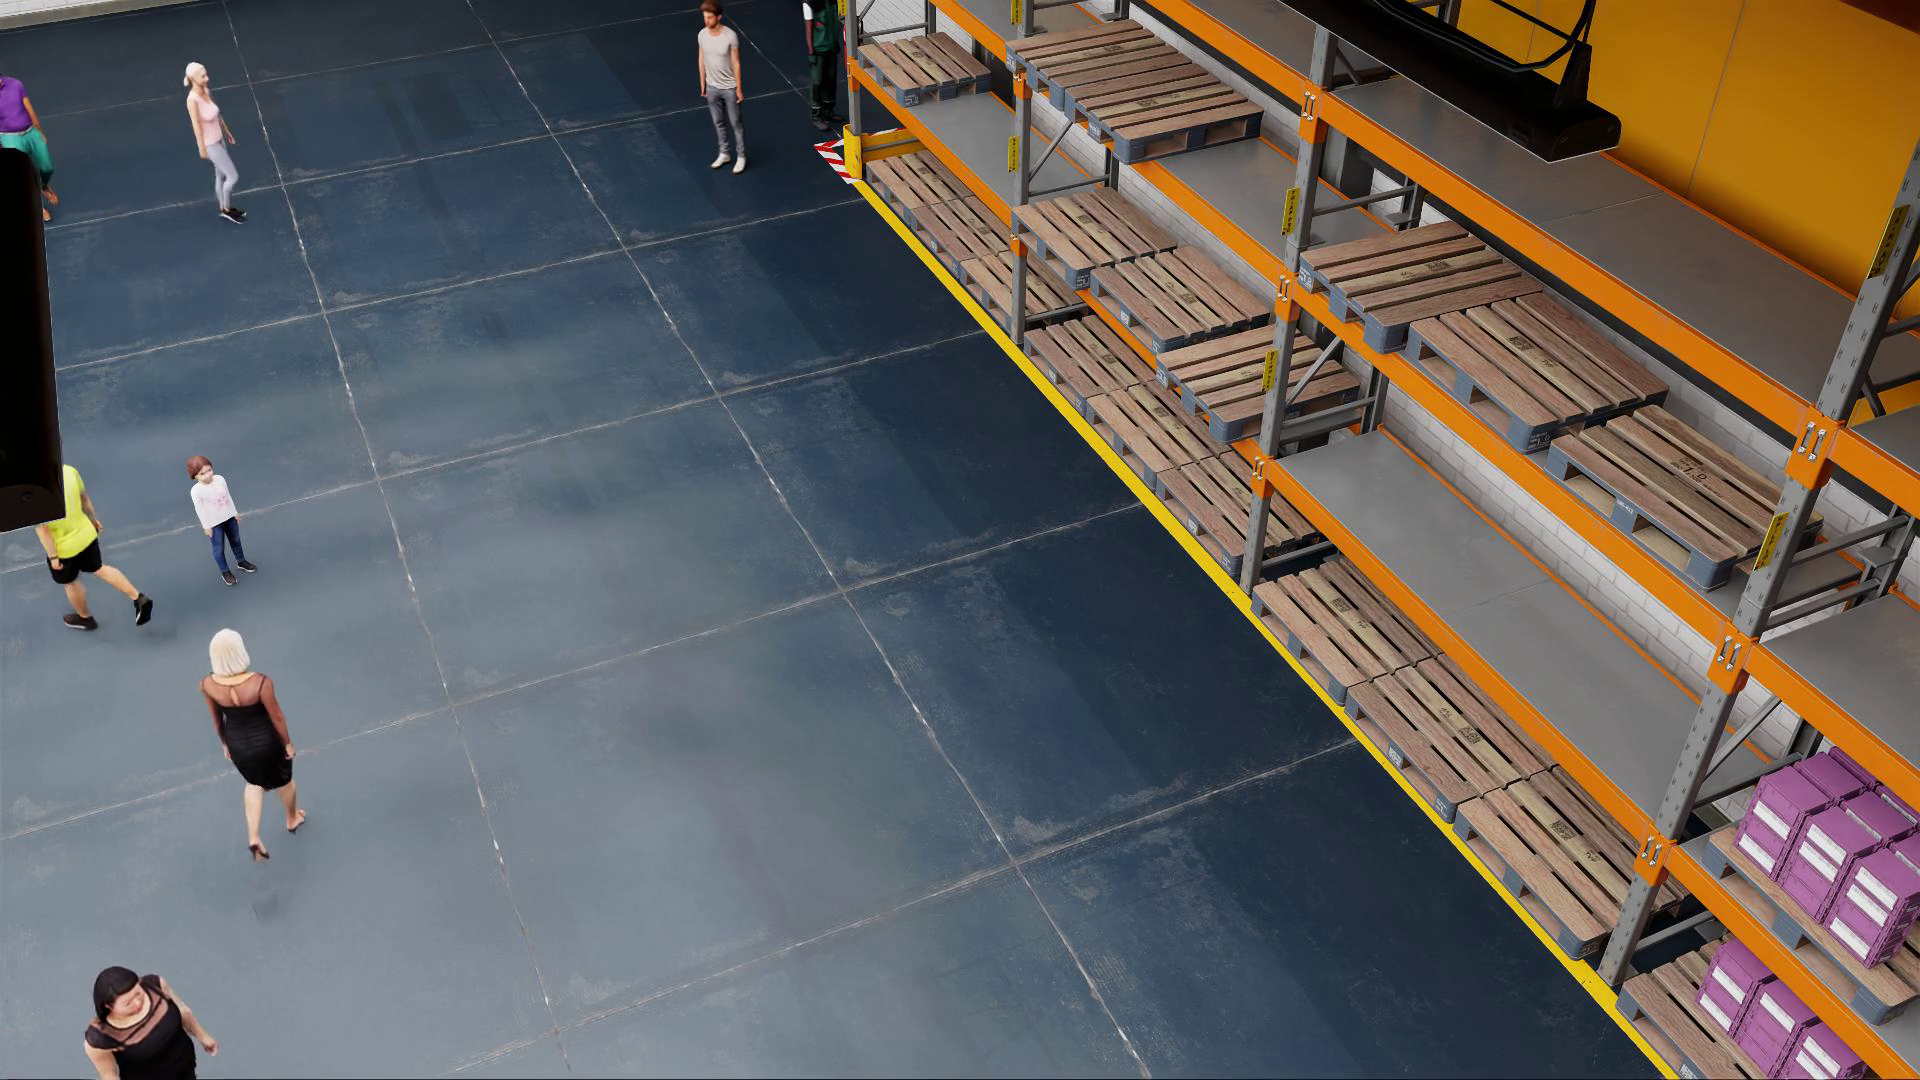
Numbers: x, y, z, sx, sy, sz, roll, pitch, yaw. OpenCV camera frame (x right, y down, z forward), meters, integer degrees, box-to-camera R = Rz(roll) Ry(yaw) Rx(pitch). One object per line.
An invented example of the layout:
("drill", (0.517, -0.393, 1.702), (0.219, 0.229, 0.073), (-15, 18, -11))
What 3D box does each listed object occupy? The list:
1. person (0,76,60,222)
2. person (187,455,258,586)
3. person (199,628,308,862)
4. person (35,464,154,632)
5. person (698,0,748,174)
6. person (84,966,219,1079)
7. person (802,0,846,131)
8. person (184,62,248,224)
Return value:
("person", (-9.746, -4.182, 17.192), (0.743, 1.753, 0.814), (-28, 46, -30))
("person", (-5.664, -0.181, 12.697), (0.581, 1.111, 0.533), (23, 44, 26))
("person", (-4.385, 1.331, 10.308), (0.773, 1.729, 0.943), (-2, 39, -2))
("person", (-6.355, -0.008, 12.020), (1.067, 1.685, 1.016), (11, 40, 13))
("person", (-2.563, -4.934, 18.026), (0.750, 1.887, 0.806), (12, 40, 15))
("person", (-4.207, 2.726, 8.595), (1.012, 1.687, 0.959), (11, 40, 13))
("person", (-1.557, -5.599, 18.898), (0.772, 1.838, 0.776), (24, 45, 27))
("person", (-7.769, -4.089, 17.110), (0.726, 1.710, 0.655), (-1, 39, -1))
